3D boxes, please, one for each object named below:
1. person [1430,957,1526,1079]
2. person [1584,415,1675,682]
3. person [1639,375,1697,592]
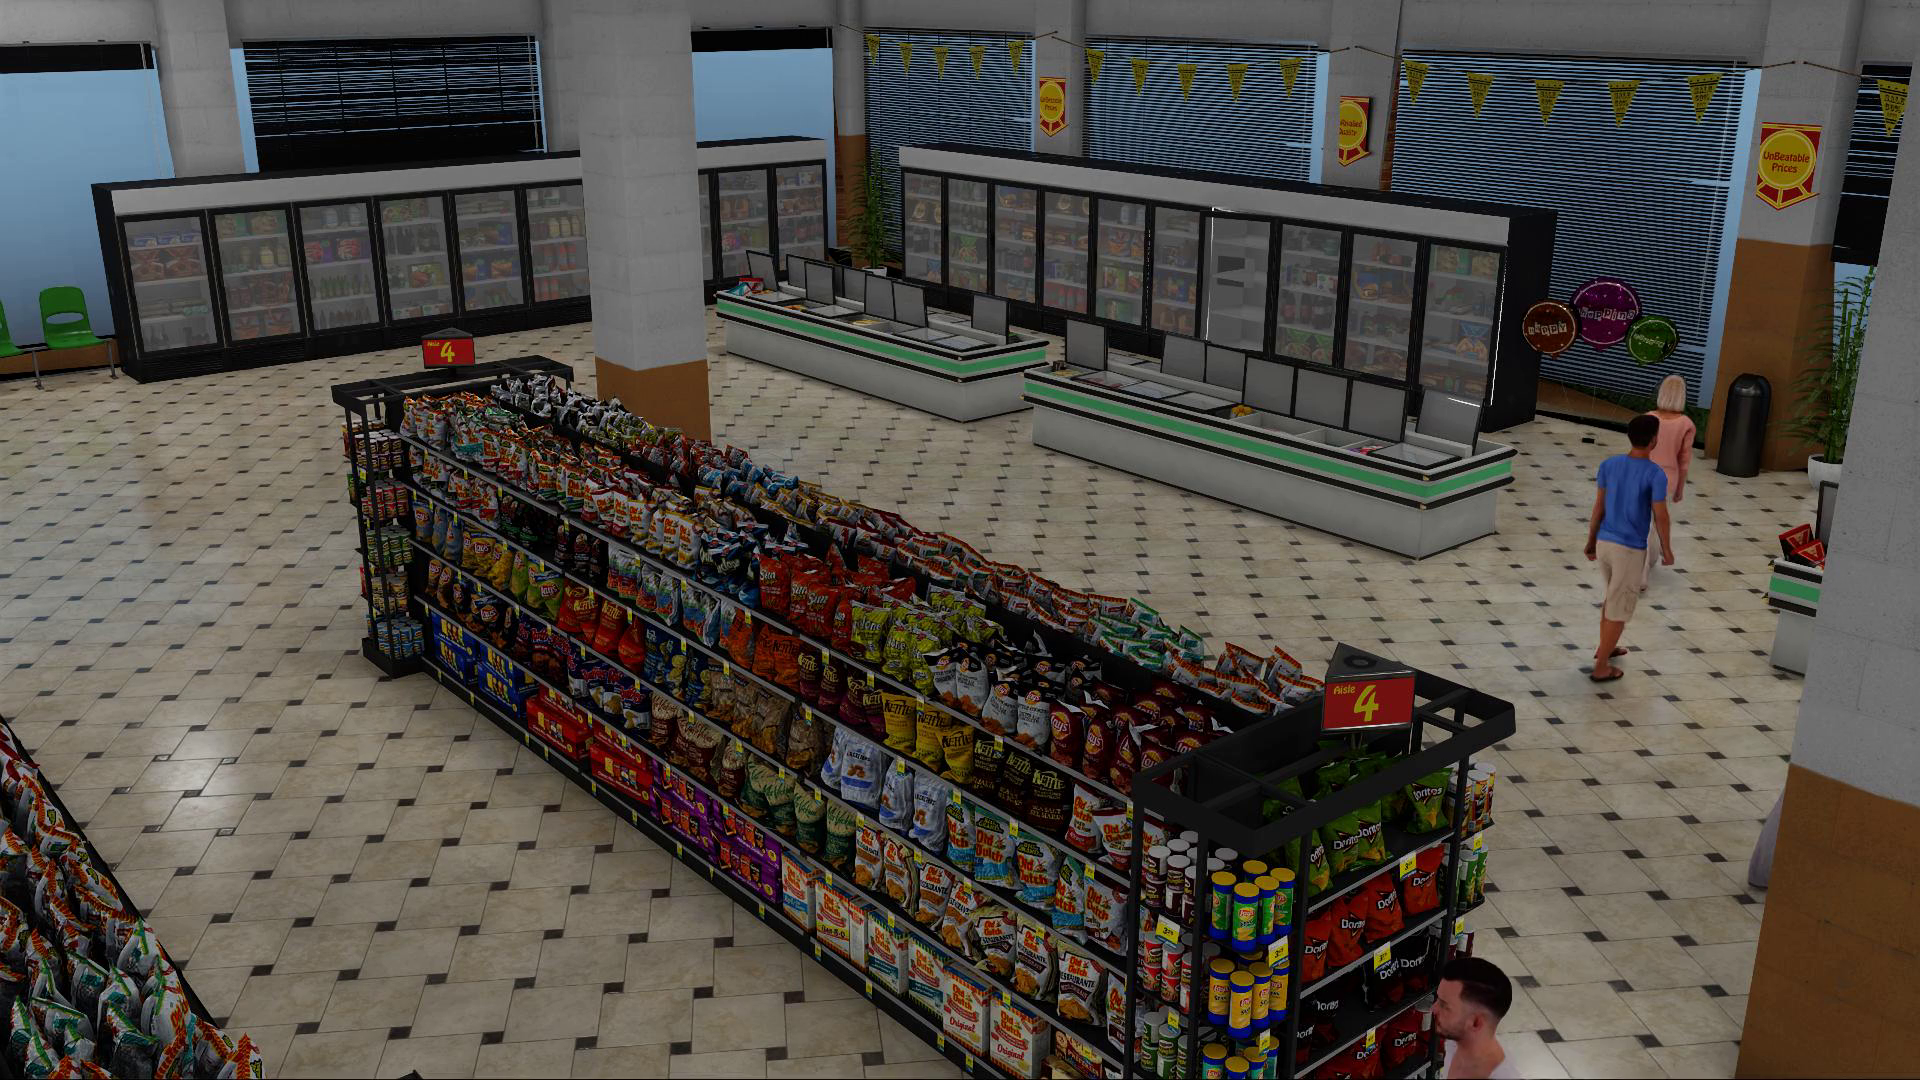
[{"bbox_3d":[1.704,2.161,5.270,1.124,1.790,1.154,-2,19,-7],"label":"person"},{"bbox_3d":[4.471,0.079,11.367,0.791,1.840,0.782,-9,21,-26],"label":"person"},{"bbox_3d":[5.464,-0.411,13.081,1.153,1.673,1.015,8,20,22],"label":"person"}]
